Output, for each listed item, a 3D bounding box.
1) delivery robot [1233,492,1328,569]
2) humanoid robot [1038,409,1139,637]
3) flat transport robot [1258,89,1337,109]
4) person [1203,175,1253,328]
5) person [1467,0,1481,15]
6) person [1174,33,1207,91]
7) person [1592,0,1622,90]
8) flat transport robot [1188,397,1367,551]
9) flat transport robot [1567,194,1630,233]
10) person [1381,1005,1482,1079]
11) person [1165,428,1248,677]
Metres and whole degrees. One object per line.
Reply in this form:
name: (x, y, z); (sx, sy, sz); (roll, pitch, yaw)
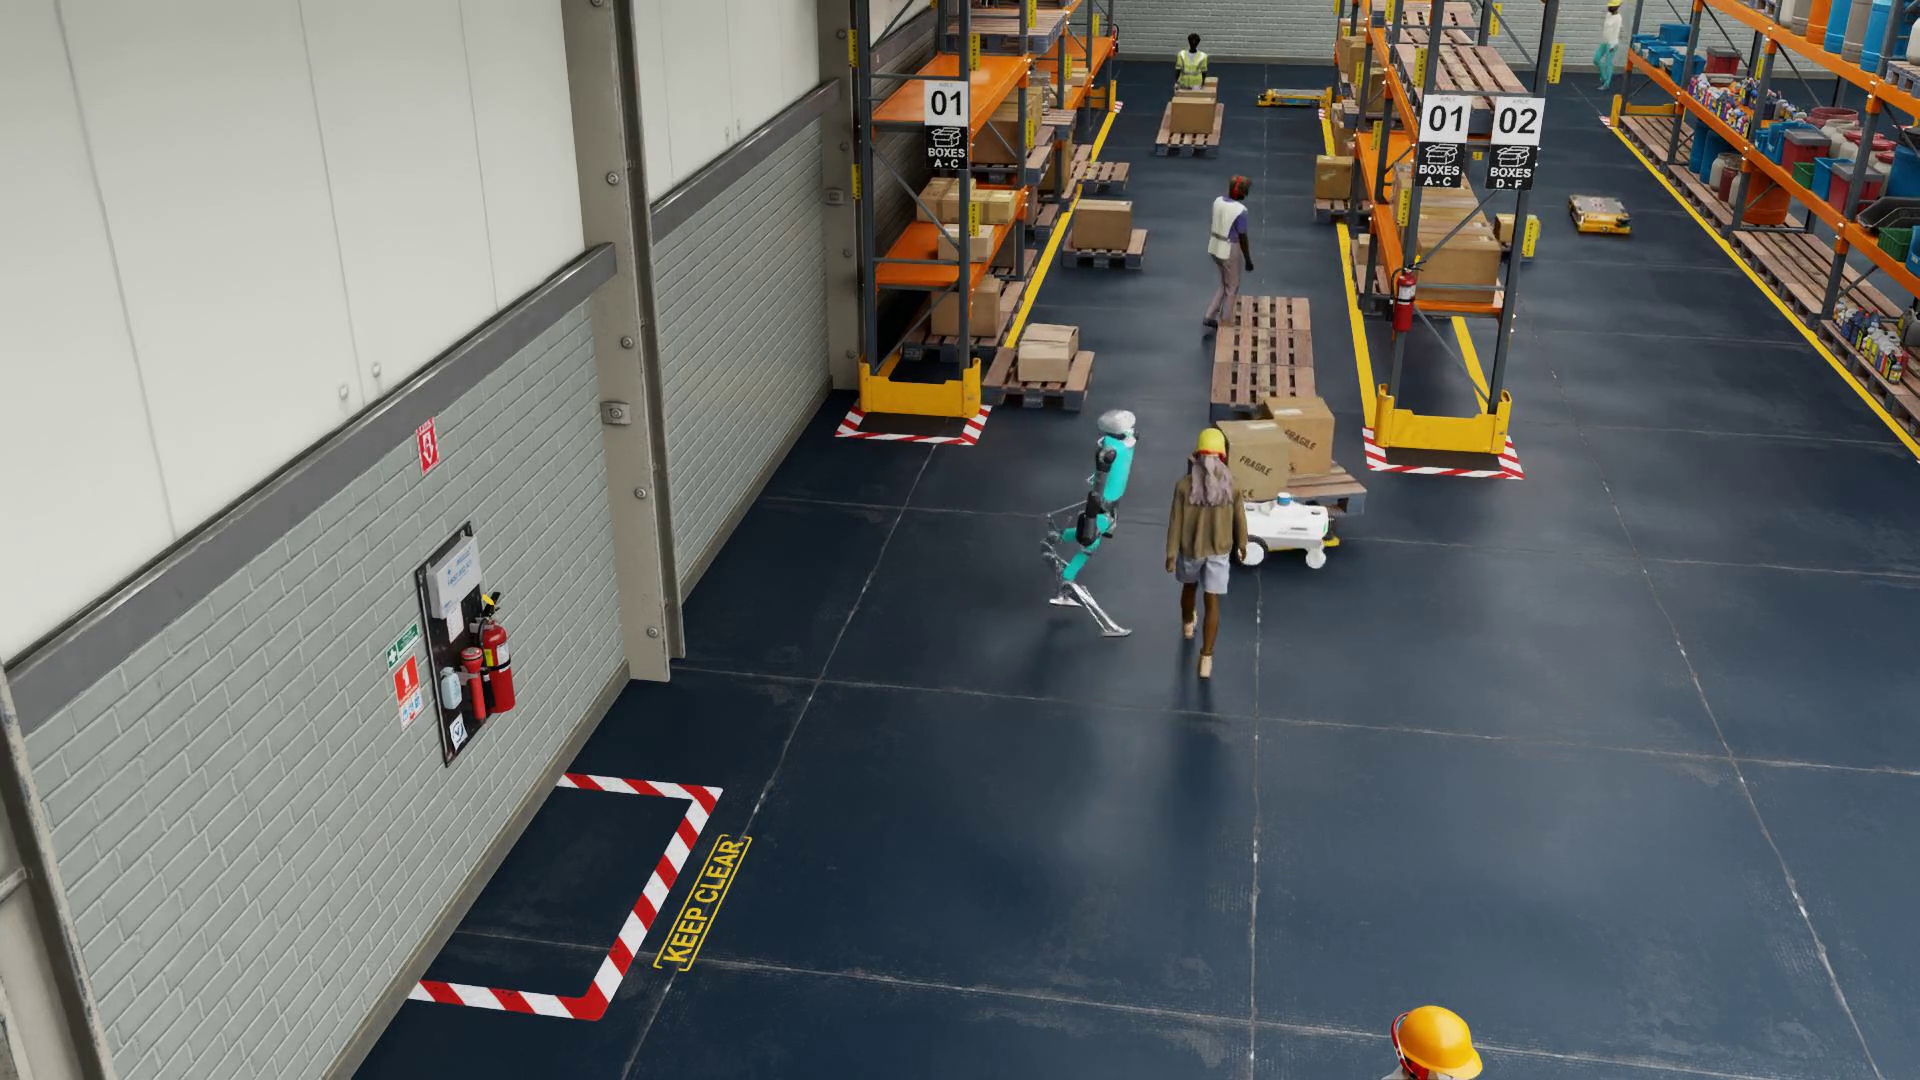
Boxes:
delivery robot: (2.524, -0.085, 13.210); (0.783, 0.601, 0.499); (3, 25, 7)
humanoid robot: (0.859, -0.133, 11.914); (0.985, 1.746, 0.536); (13, 28, 25)
flat transport robot: (6.272, -8.207, 30.924); (1.431, 0.231, 0.659); (4, 25, 9)
person: (2.929, -3.095, 18.154); (0.428, 1.819, 0.604); (-10, 27, -21)
person: (9.417, -9.227, 31.280); (0.967, 1.817, 0.529); (12, 28, 25)
person: (3.951, -7.825, 28.440); (0.532, 1.670, 0.713); (8, 26, 16)
person: (12.501, -9.575, 32.090); (0.397, 1.749, 0.556); (-4, 25, -8)
flat transport robot: (2.613, -0.287, 13.973); (0.659, 0.231, 1.431); (-4, 25, -9)
flat transport robot: (8.831, -4.514, 23.018); (0.659, 0.231, 1.431); (5, 26, 11)
person: (1.634, 2.485, 6.135); (0.570, 1.890, 0.376); (-20, 32, -36)
person: (1.720, 0.040, 11.566); (0.571, 1.715, 0.918); (3, 25, 6)
